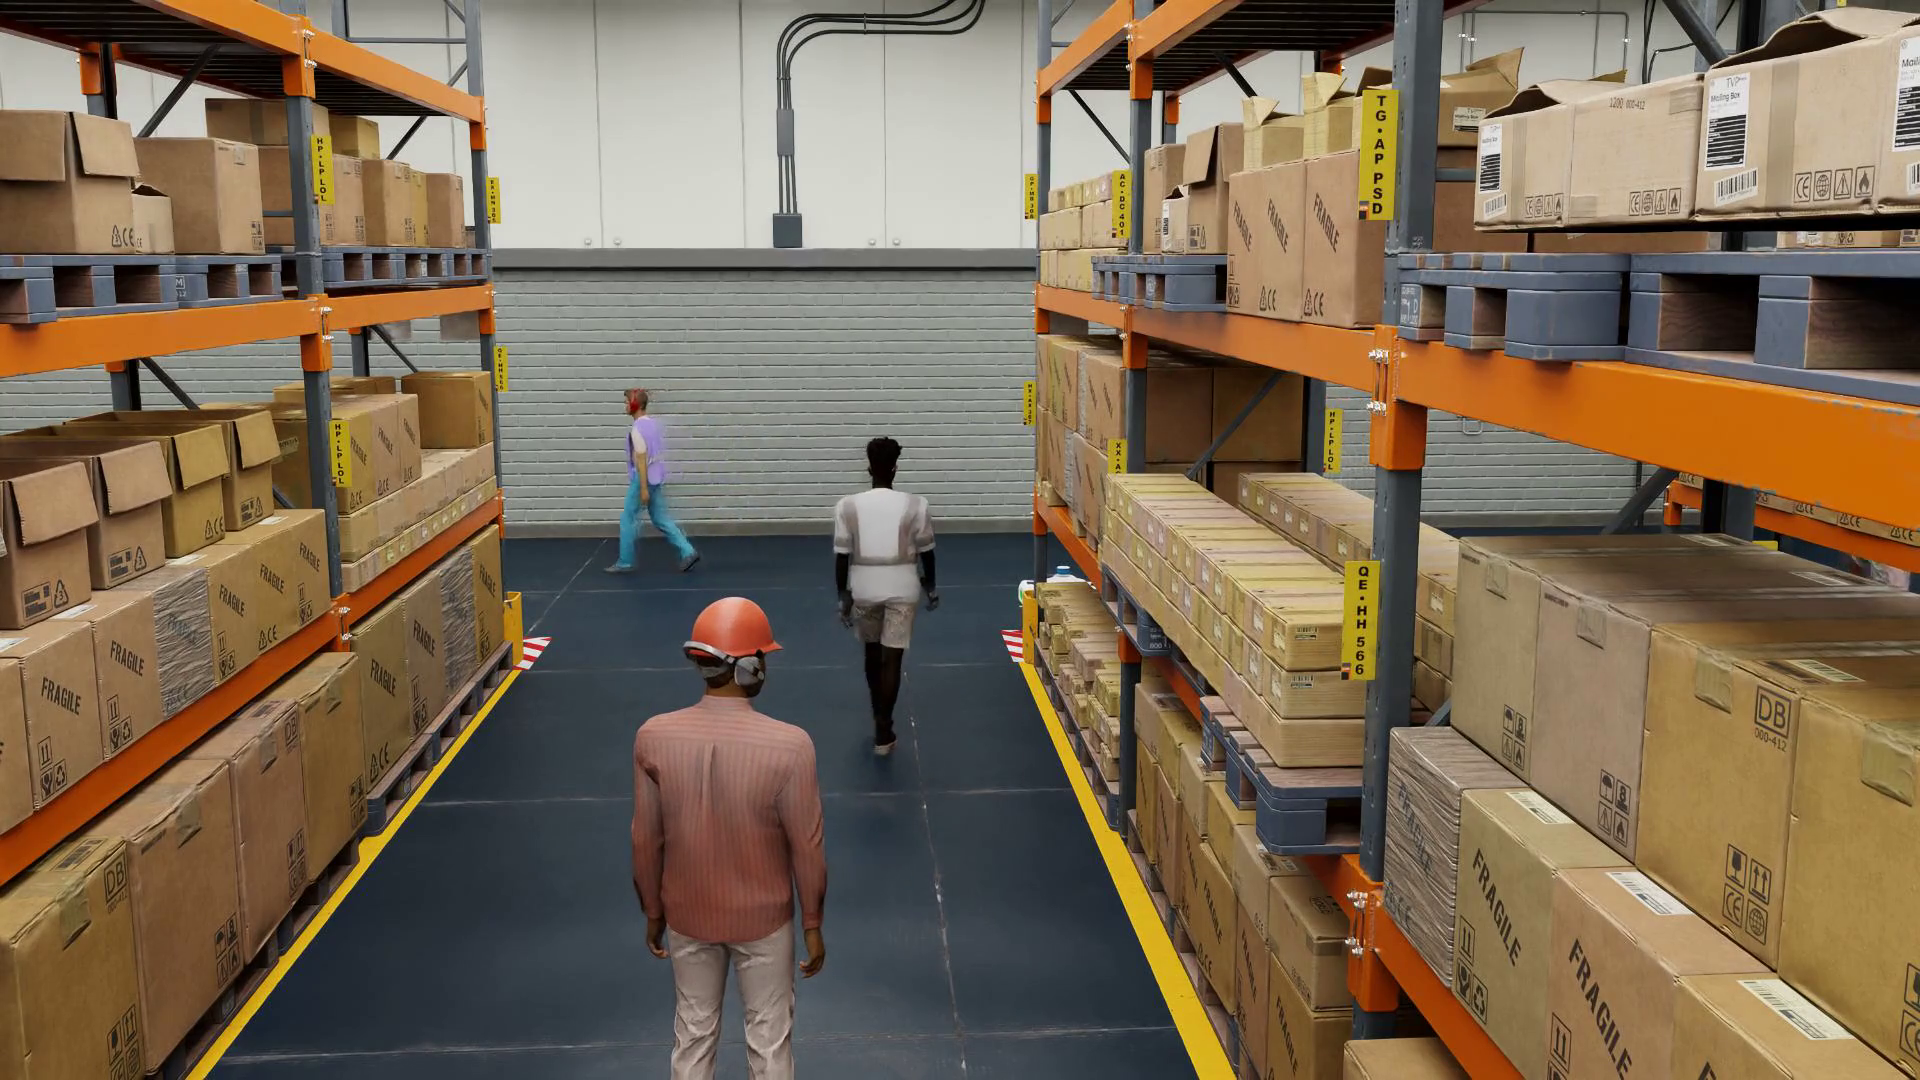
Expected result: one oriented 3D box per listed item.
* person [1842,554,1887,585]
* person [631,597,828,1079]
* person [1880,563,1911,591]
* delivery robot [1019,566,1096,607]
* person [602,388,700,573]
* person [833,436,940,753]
[{"bbox_3d":[8.262,-0.442,14.958,0.643,1.906,0.797,-2,10,-10],"label":"person"},{"bbox_3d":[-0.710,1.164,5.233,0.623,1.989,0.391,2,10,13],"label":"person"},{"bbox_3d":[7.987,-0.353,14.291,0.504,1.961,0.782,8,12,38],"label":"person"},{"bbox_3d":[0.828,0.454,13.366,0.707,0.478,0.477,1,10,8],"label":"delivery robot"},{"bbox_3d":[-2.962,-0.558,15.936,0.916,1.810,0.578,1,10,7],"label":"person"},{"bbox_3d":[-0.446,0.305,10.472,0.609,1.921,0.938,2,10,10],"label":"person"}]
